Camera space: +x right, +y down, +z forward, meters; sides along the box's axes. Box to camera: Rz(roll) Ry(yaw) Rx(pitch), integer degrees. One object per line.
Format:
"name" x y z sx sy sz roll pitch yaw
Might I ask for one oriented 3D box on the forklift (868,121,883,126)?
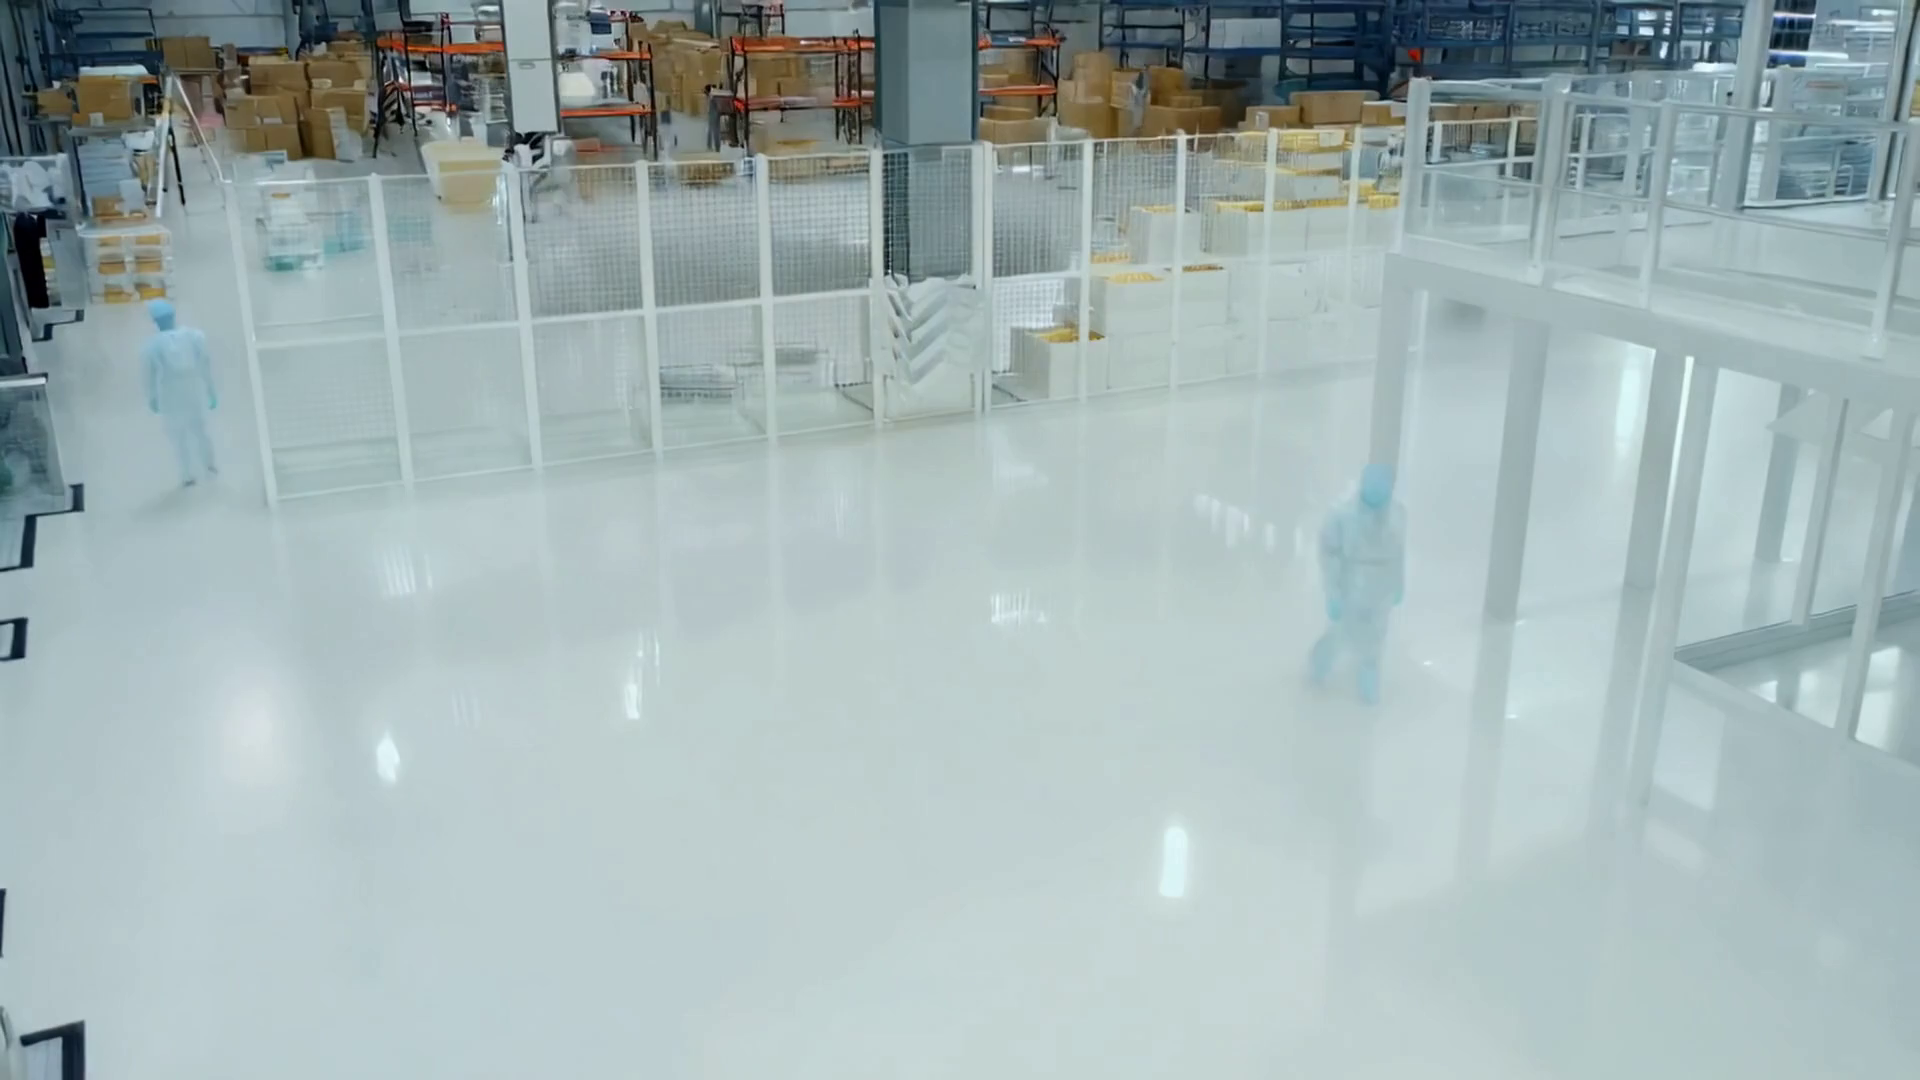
"forklift" -1.968 -14.875 53.789 1.873 2.768 1.129 -9 21 -25

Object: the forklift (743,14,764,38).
"forklift" -9.687 -23.327 78.290 1.129 2.768 1.873 -9 21 -25

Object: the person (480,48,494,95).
"person" -18.447 -18.243 65.036 0.537 1.901 0.712 0 19 -1

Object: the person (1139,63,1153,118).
"person" 6.398 -15.217 56.345 0.565 1.833 0.882 -18 26 -41

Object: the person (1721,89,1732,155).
"person" 19.355 -10.348 42.001 0.374 1.997 0.608 12 22 30

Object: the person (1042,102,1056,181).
"person" 2.150 -9.573 39.971 0.328 1.861 0.503 1 19 2

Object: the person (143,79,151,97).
"person" -25.043 -13.435 51.506 0.514 1.634 0.313 10 21 26

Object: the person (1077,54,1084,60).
"person" 5.901 -23.259 80.040 0.530 1.592 0.842 10 21 27

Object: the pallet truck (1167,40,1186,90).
"pallet truck" 9.045 -19.971 69.895 0.823 1.965 1.885 -3 19 -8

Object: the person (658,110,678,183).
"person" -6.986 -9.456 39.908 0.539 1.672 0.780 10 21 27

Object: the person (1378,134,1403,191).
"person" 8.188 -6.730 31.627 0.544 1.927 0.376 -9 21 -25

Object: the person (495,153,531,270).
"person" -7.581 -5.583 28.260 0.603 1.949 0.389 -16 25 -38

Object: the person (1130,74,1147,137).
"person" 5.323 -12.973 49.752 0.596 1.903 0.477 -10 21 -27

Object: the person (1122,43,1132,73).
"person" 6.931 -19.736 69.342 0.440 1.908 0.613 11 22 29

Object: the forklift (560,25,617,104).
"forklift" -14.056 -17.891 62.534 1.873 2.768 1.129 -9 21 -25

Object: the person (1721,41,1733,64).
"person" 33.268 -20.704 72.214 0.578 1.876 0.736 -1 19 -4

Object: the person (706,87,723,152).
"person" -6.794 -11.586 45.919 0.546 1.785 0.969 -11 22 -29

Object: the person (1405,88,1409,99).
"person" 11.664 -10.797 43.392 0.544 1.939 0.354 -3 19 -8

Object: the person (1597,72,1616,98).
"person" 20.491 -13.943 52.813 0.546 1.734 0.770 6 20 17

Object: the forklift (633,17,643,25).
"forklift" -14.129 -21.547 73.131 1.873 2.768 1.129 -4 19 -11

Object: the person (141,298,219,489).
"person" -7.727 -1.493 16.496 0.615 1.883 0.803 -9 21 -24

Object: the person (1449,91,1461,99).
"person" 12.789 -10.804 43.256 0.691 2.000 0.663 -2 19 -5

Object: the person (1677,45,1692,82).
"person" 31.911 -20.949 73.250 0.538 1.656 0.850 -6 20 -16

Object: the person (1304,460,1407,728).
"person" 2.736 0.310 11.385 0.629 1.818 0.844 -7 20 -19

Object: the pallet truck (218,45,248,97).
"pallet truck" -28.879 -18.665 66.111 0.823 1.965 1.885 -3 19 -9

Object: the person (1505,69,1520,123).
"person" 17.030 -13.543 51.324 0.639 1.953 0.454 -12 22 -31

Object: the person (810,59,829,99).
"person" -4.805 -15.436 56.859 0.648 1.922 0.717 -4 19 -11

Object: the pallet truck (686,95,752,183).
"pallet truck" -5.836 -9.608 39.856 0.823 1.965 1.885 10 22 27

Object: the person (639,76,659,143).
"person" -9.072 -12.555 48.520 0.623 1.909 0.427 -8 21 -23

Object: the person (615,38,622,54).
"person" -15.016 -21.220 73.632 0.651 1.916 0.600 8 21 23

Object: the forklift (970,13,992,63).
"forklift" 0.689 -23.842 79.785 1.129 2.768 1.873 -9 21 -25

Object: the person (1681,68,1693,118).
"person" 24.727 -15.124 56.337 0.763 1.675 0.532 -14 24 -36

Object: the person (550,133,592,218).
"person" -7.991 -7.423 33.945 0.762 1.710 0.478 -6 20 -16

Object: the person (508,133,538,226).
"person" -8.663 -7.091 32.817 0.431 1.835 0.624 11 22 28
